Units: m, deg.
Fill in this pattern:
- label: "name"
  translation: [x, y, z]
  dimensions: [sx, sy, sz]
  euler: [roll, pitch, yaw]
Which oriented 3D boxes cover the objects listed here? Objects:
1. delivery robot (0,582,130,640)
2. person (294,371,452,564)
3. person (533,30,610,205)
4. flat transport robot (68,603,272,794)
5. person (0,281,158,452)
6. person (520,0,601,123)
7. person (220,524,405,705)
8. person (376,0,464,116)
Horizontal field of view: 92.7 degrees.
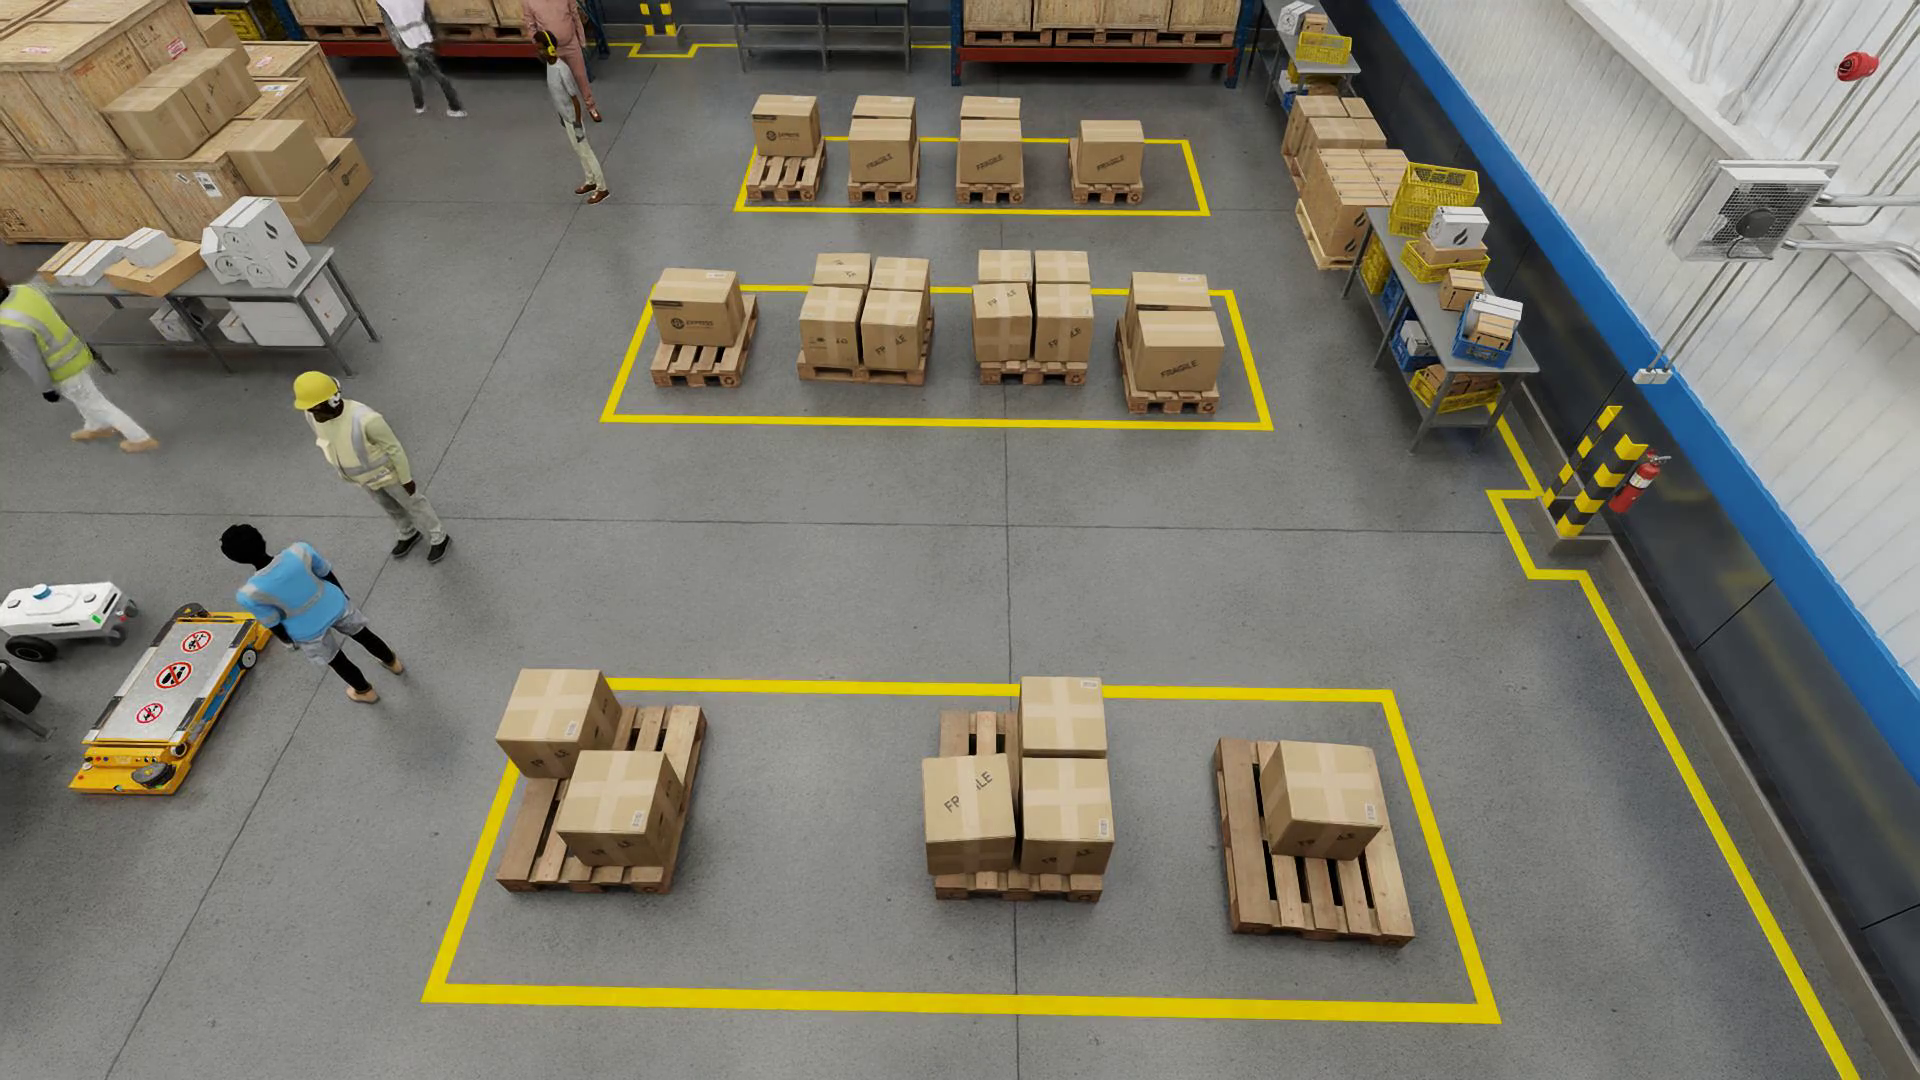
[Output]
- label: "delivery robot"
  translation: [-6.535, 0.506, 6.677]
  dimensions: [0.707, 0.478, 0.477]
  euler: [-4, 50, -4]
- label: "person"
  translation: [-4.326, -0.513, 6.766]
  dimensions: [0.591, 1.834, 0.404]
  euler: [11, 51, 9]
- label: "person"
  translation: [-4.394, -4.734, 10.322]
  dimensions: [0.328, 1.862, 0.513]
  euler: [-33, 57, -25]
- label: "flat transport robot"
  translation: [-5.504, 1.072, 6.442]
  dimensions: [0.652, 0.197, 1.431]
  euler: [1, 50, 1]
- label: "person"
  translation: [-7.564, -1.397, 7.537]
  dimensions: [0.734, 1.800, 0.658]
  euler: [-18, 52, -15]
- label: "person"
  translation: [-5.023, -6.221, 11.551]
  dimensions: [0.651, 1.904, 0.403]
  euler: [-19, 52, -15]
- label: "person"
  translation: [-4.216, 0.500, 5.998]
  dimensions: [0.321, 1.695, 0.529]
  euler: [18, 52, 15]
- label: "person"
  translation: [-6.989, -6.387, 11.713]
  dimensions: [0.643, 1.870, 0.721]
  euler: [-36, 59, -27]
